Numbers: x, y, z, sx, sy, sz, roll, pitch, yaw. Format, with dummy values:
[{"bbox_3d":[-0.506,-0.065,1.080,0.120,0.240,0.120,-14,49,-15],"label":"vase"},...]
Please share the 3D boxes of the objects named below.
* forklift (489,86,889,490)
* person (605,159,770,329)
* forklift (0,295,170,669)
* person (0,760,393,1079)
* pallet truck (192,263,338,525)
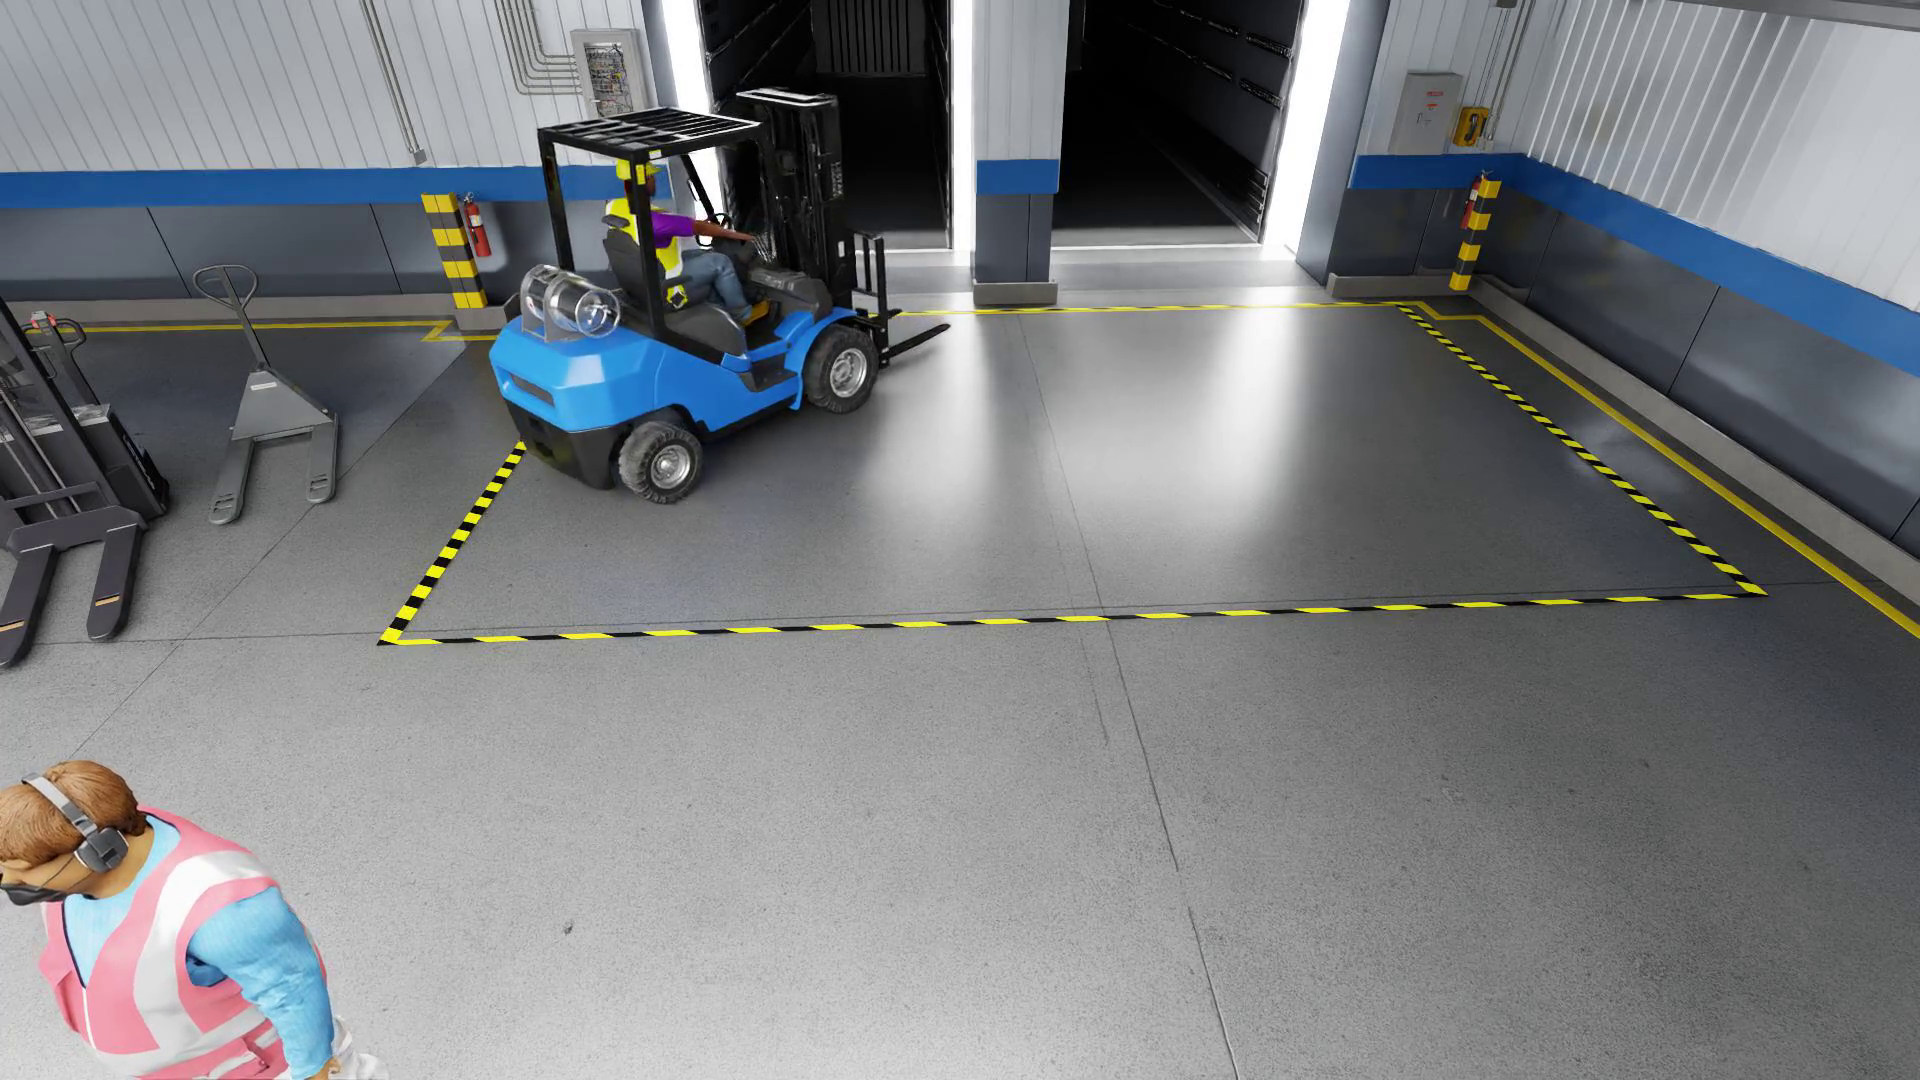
[{"bbox_3d":[-1.842,-1.829,6.307,1.157,2.036,2.680,25,42,31],"label":"forklift"},{"bbox_3d":[-1.798,-2.006,6.234,0.635,1.294,1.004,25,42,31],"label":"person"},{"bbox_3d":[-5.212,-0.618,4.878,0.823,1.965,1.885,-20,39,-26],"label":"forklift"},{"bbox_3d":[-1.853,1.237,2.347,0.619,1.845,0.431,13,37,18],"label":"person"},{"bbox_3d":[-4.778,-1.027,6.128,0.680,1.201,1.601,-17,38,-23],"label":"pallet truck"}]
